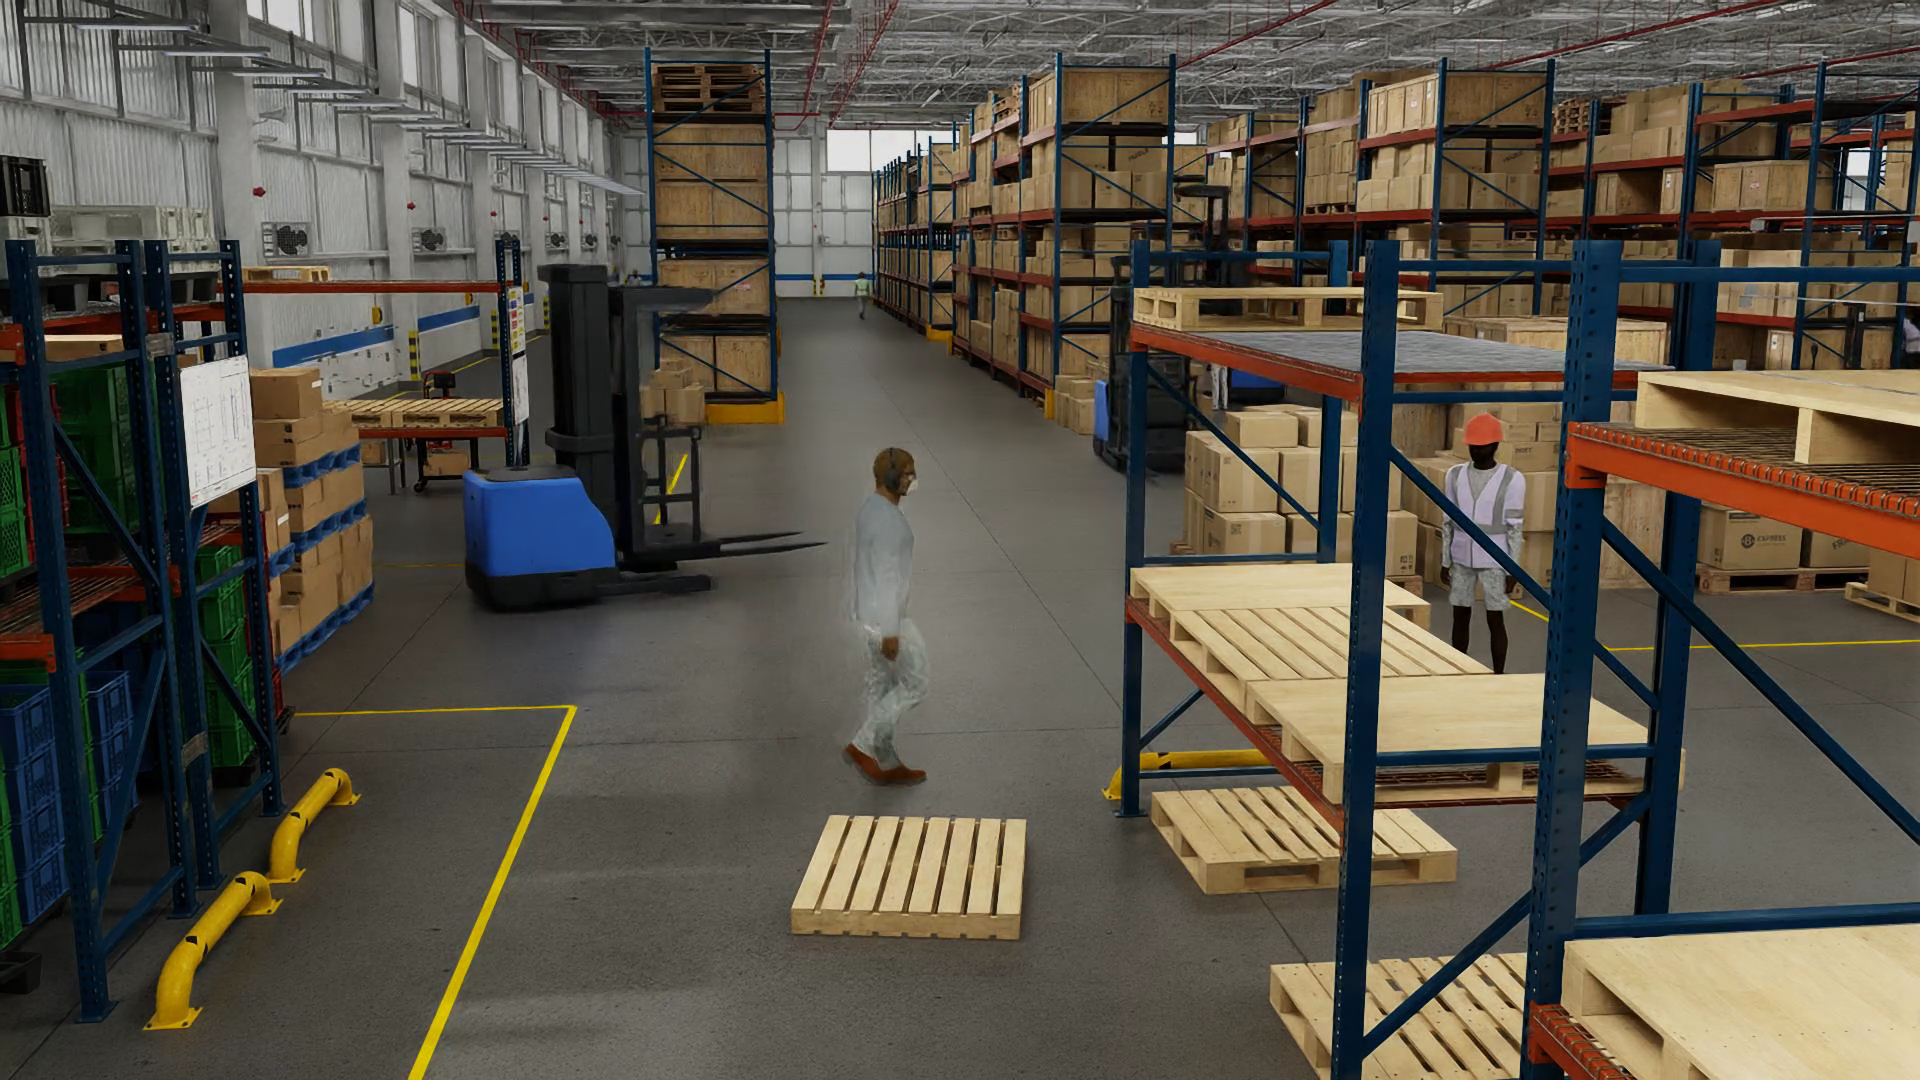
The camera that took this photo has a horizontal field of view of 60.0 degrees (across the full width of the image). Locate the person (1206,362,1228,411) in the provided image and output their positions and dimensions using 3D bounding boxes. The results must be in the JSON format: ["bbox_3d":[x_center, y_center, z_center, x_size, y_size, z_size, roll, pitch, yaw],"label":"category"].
[{"bbox_3d":[4.608,-3.122,29.673,0.523,1.639,0.306,-8,13,-37],"label":"person"}]

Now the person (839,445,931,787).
[{"bbox_3d":[-0.371,0.439,9.145,0.432,1.926,0.655,-1,10,-8],"label":"person"}]

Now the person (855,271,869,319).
[{"bbox_3d":[-3.765,-9.389,63.860,0.572,1.827,0.455,-3,11,-15],"label":"person"}]

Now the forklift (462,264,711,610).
[{"bbox_3d":[-3.222,-0.934,14.107,1.873,2.768,1.129,-5,11,-26],"label":"forklift"}]

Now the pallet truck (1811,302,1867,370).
[{"bbox_3d":[15.846,-3.142,28.793,1.885,1.965,0.823,2,10,12],"label":"pallet truck"}]

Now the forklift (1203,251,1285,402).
[{"bbox_3d":[5.083,-4.006,31.130,1.873,2.768,1.129,-1,10,-6],"label":"forklift"}]

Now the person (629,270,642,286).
[{"bbox_3d":[-14.173,-10.943,72.698,0.568,1.748,0.340,-2,10,-11],"label":"person"}]

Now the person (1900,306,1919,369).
[{"bbox_3d":[17.700,-3.440,30.826,0.608,1.867,1.029,0,10,2],"label":"person"}]

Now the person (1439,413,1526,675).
[{"bbox_3d":[3.392,0.130,10.877,0.543,1.927,0.392,9,13,40],"label":"person"}]

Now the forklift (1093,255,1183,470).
[{"bbox_3d":[2.496,-2.452,22.521,1.129,2.768,1.873,-1,10,-6],"label":"forklift"}]
